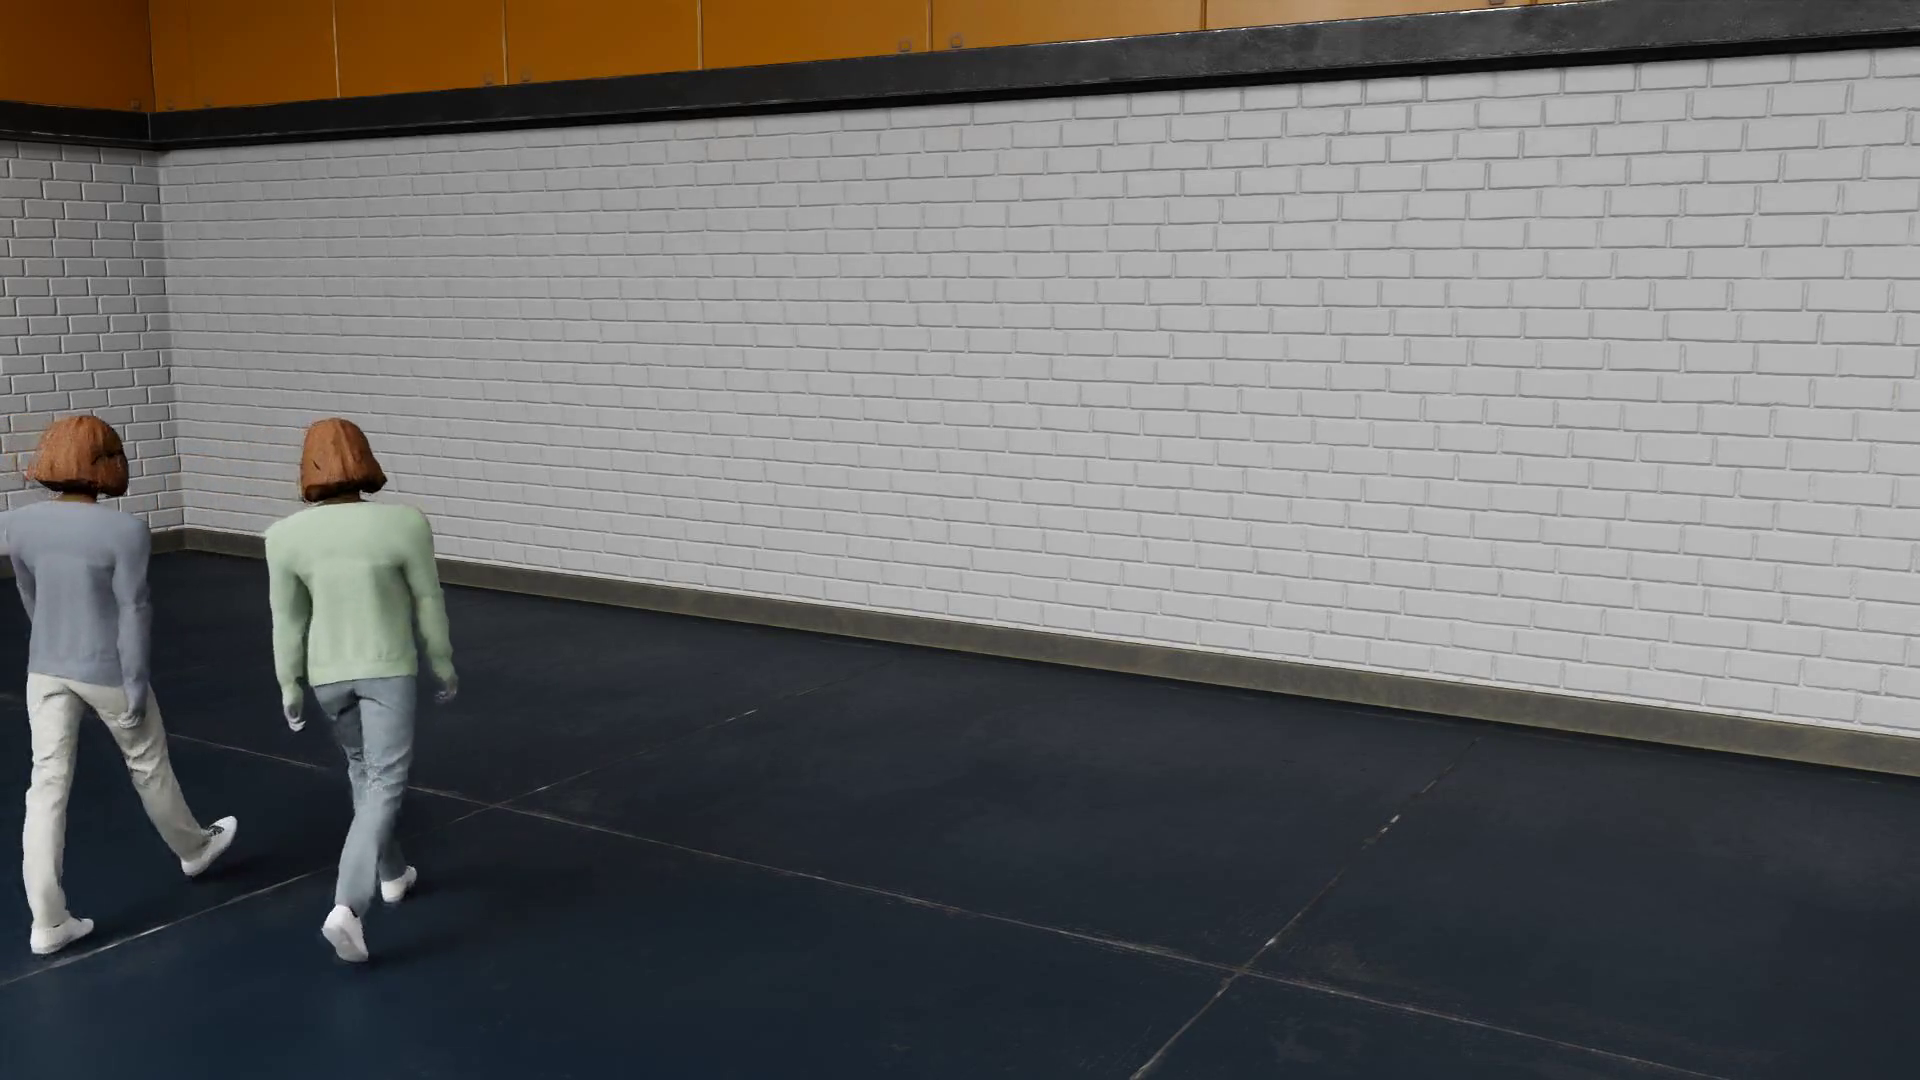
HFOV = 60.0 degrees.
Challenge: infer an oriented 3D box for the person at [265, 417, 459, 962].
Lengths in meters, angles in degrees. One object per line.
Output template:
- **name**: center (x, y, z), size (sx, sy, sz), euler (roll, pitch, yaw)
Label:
- **person**: center (-1.835, 0.424, 5.041), size (0.505, 1.595, 0.826), euler (0, 9, 1)

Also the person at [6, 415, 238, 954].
- **person**: center (-2.662, 0.403, 5.189), size (0.505, 1.586, 0.863), euler (1, 9, 7)
